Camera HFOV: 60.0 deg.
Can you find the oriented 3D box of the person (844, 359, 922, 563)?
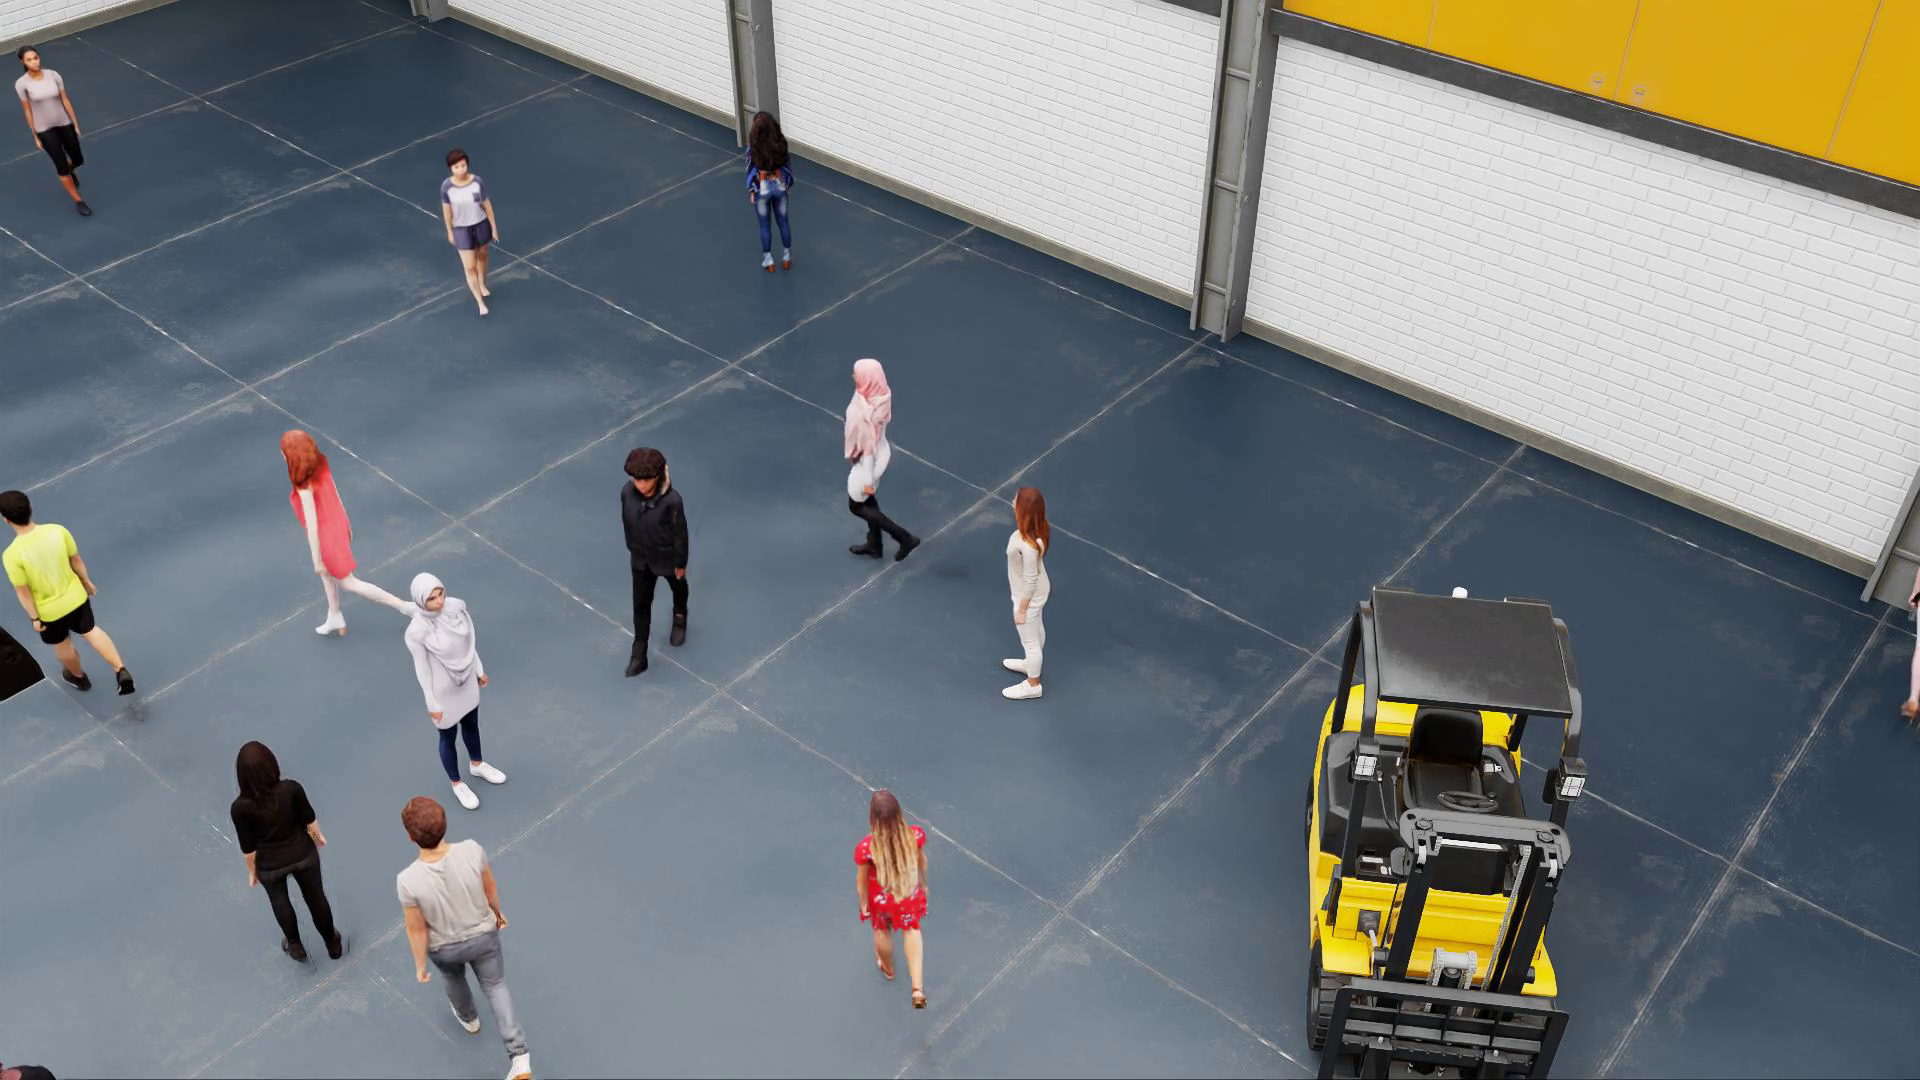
[{"bbox_3d":[-0.566,-0.542,12.214,0.940,1.791,0.827,9,39,11],"label":"person"}]

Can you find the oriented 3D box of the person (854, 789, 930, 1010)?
[{"bbox_3d":[-0.348,2.017,9.178,0.823,1.581,0.934,-11,40,-13],"label":"person"}]

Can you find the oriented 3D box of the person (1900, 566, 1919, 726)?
[{"bbox_3d":[6.464,0.513,10.929,0.729,1.746,0.525,-27,46,-29],"label":"person"}]

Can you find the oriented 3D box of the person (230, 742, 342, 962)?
[{"bbox_3d":[-3.793,1.822,9.380,0.664,1.635,0.636,-22,43,-25],"label":"person"}]

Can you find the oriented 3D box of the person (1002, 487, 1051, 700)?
[{"bbox_3d":[0.475,0.349,11.162,0.704,1.712,0.692,6,39,8],"label":"person"}]

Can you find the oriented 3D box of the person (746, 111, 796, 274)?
[{"bbox_3d":[-1.806,-3.321,15.830,0.702,1.621,0.717,-12,40,-15],"label":"person"}]

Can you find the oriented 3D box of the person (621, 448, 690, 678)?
[{"bbox_3d":[-2.065,0.035,11.533,1.078,1.740,1.033,6,39,8],"label":"person"}]

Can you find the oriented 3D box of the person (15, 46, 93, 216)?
[{"bbox_3d":[-9.170,-4.163,16.793,0.664,1.734,0.928,-30,48,-32],"label":"person"}]

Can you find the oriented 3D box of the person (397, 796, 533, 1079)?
[{"bbox_3d":[-2.594,2.149,8.787,0.928,1.863,1.230,-23,44,-26],"label":"person"}]

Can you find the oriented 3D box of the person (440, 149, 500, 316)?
[{"bbox_3d":[-4.548,-2.924,15.401,0.800,1.537,1.004,-18,42,-21],"label":"person"}]

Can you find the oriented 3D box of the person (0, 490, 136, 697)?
[{"bbox_3d":[-5.977,0.418,11.094,0.954,1.689,0.653,24,44,27],"label":"person"}]

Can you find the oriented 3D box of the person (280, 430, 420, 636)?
[{"bbox_3d":[-4.251,0.009,11.522,1.153,1.794,1.080,-3,39,-3],"label":"person"}]

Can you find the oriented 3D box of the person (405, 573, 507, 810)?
[{"bbox_3d":[-3.187,0.911,10.409,0.550,1.775,0.622,23,44,26],"label":"person"}]
